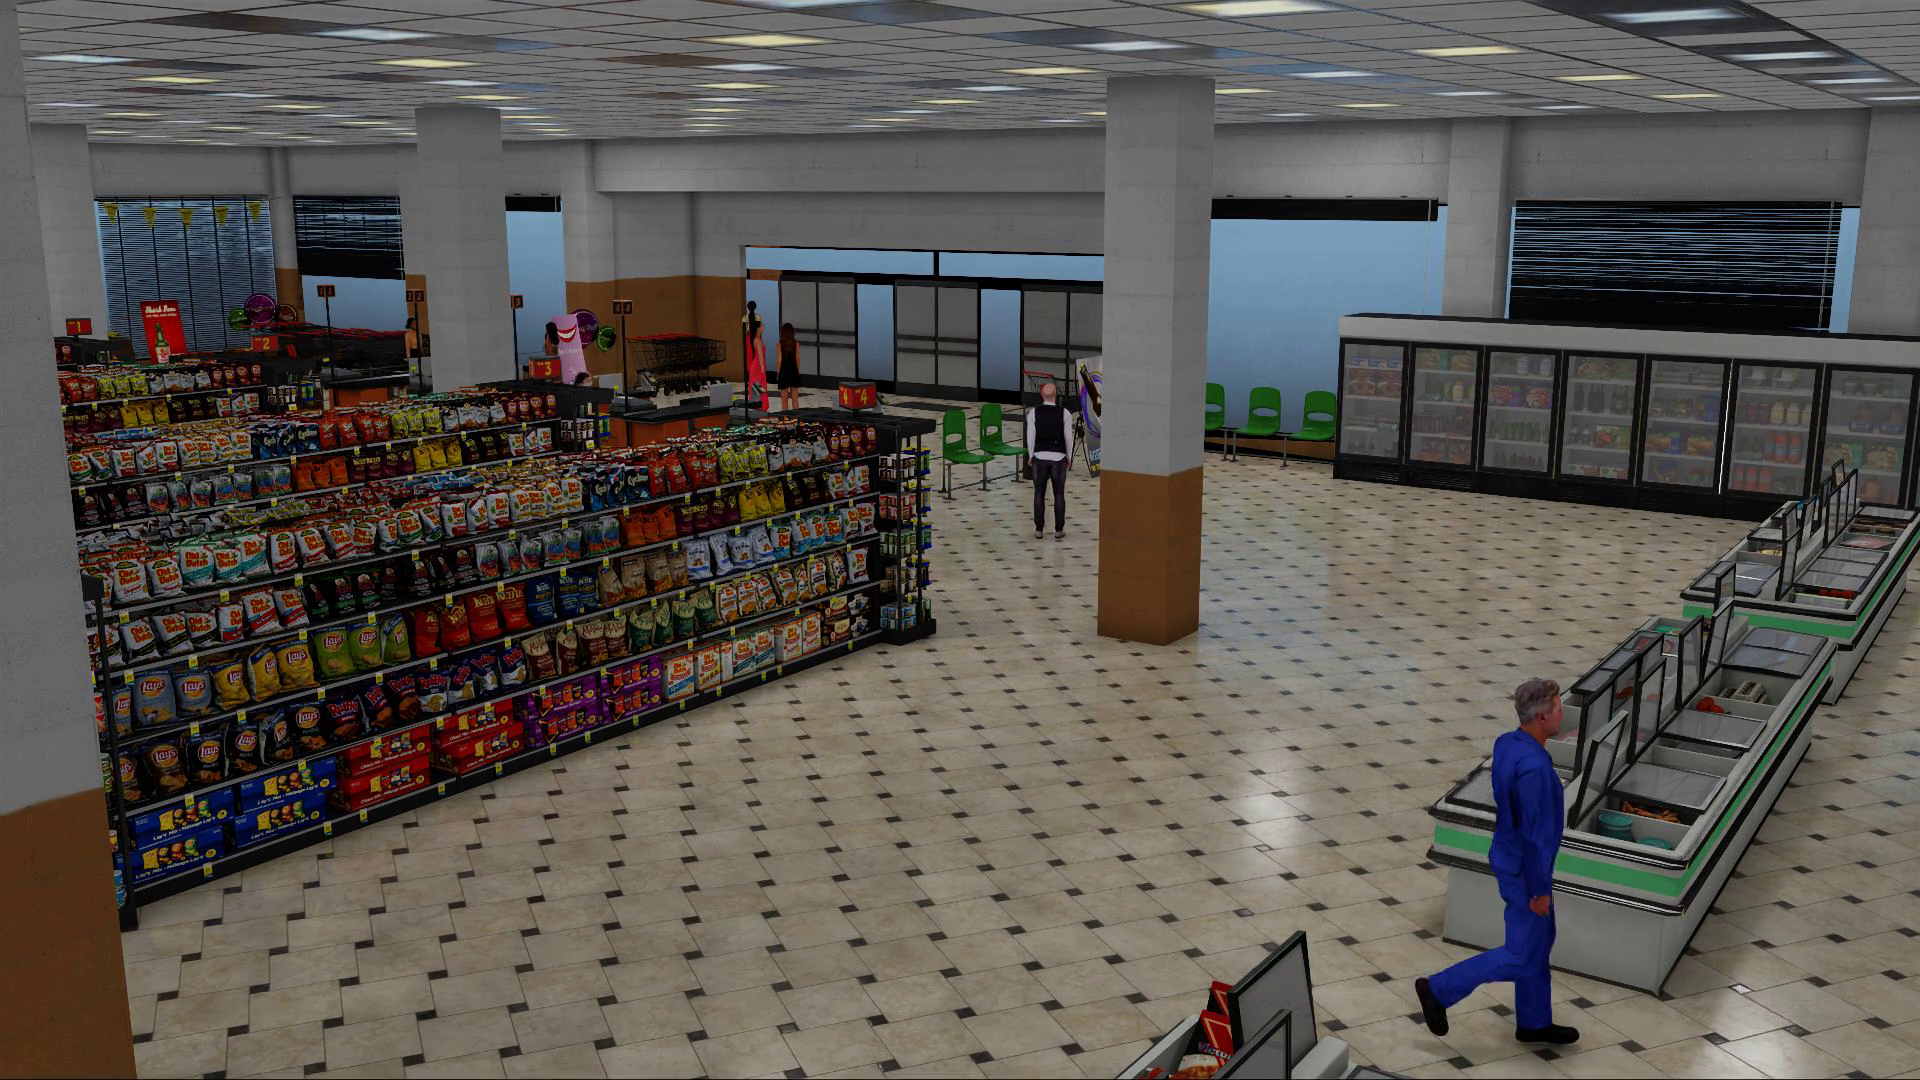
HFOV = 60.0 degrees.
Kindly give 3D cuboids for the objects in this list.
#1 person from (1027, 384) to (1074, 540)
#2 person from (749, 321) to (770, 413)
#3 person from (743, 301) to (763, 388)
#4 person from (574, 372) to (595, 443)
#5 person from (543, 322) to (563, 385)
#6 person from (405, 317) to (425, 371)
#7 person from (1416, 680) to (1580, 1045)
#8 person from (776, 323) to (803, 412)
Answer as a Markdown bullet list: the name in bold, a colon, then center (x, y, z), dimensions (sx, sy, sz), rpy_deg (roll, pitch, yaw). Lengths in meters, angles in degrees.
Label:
- **person**: center (1.048, -0.930, 19.525), dimensions (0.783, 1.824, 0.791), rpy_deg (1, 12, 3)
- **person**: center (-3.643, -3.102, 30.078), dimensions (0.746, 1.726, 0.714), rpy_deg (-4, 13, -19)
- **person**: center (-4.297, -4.076, 34.540), dimensions (0.635, 1.793, 0.740), rpy_deg (-5, 13, -23)
- **person**: center (-5.019, -1.343, 21.879), dimensions (0.869, 1.661, 1.091), rpy_deg (4, 13, 20)
- **person**: center (-7.534, -3.217, 30.819), dimensions (0.784, 1.645, 0.643), rpy_deg (1, 12, 7)
- **person**: center (-10.405, -3.424, 31.781), dimensions (0.670, 1.654, 0.525), rpy_deg (6, 13, 25)
- **person**: center (2.564, 1.550, 7.790), dimensions (1.056, 1.806, 1.098), rpy_deg (2, 12, 8)
- **person**: center (-2.908, -2.764, 28.210), dimensions (0.625, 1.835, 0.722), rpy_deg (-5, 13, -22)
